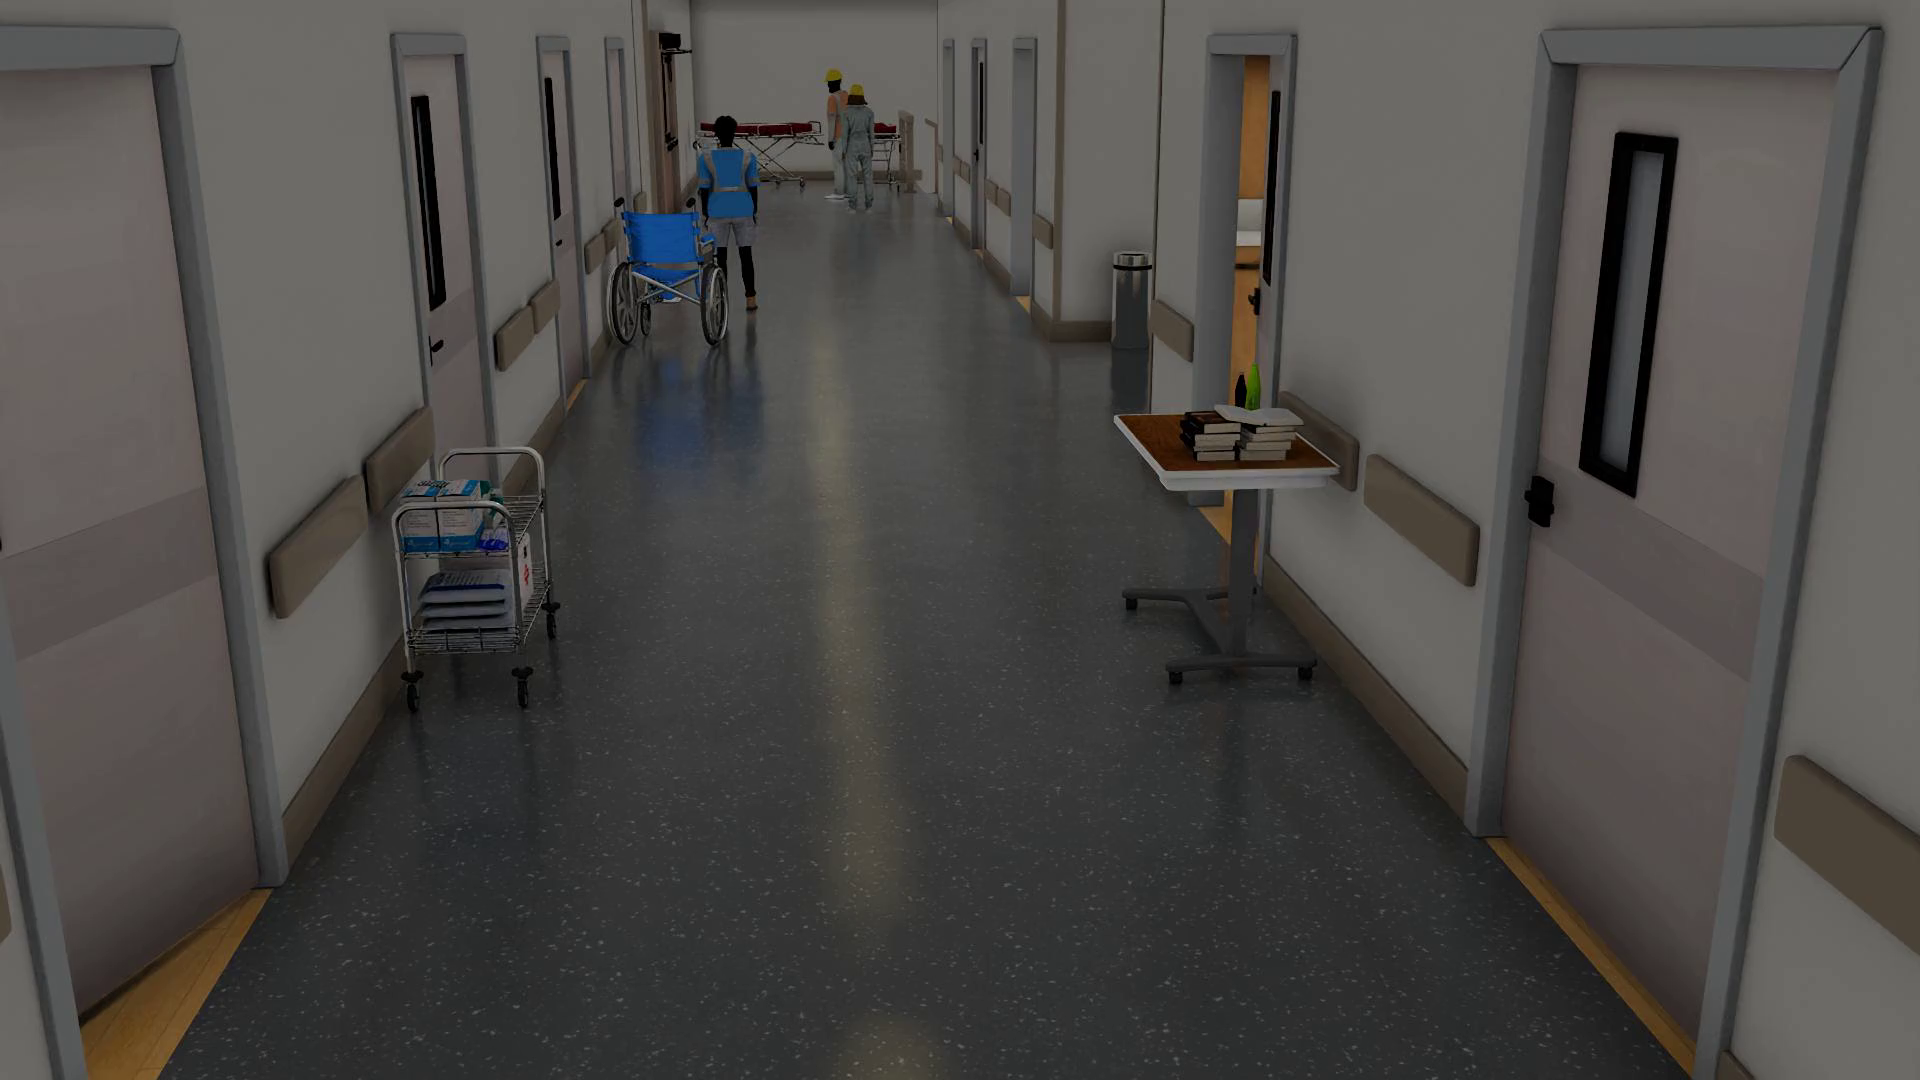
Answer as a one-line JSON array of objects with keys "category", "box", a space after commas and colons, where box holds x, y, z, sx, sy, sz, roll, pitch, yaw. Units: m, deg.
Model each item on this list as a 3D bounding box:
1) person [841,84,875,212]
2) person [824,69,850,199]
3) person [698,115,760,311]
[{"category": "person", "box": [-1.429, -5.467, 23.232, 0.487, 1.744, 0.297, -6, 18, -20]}, {"category": "person", "box": [-1.848, -6.108, 25.079, 0.393, 1.918, 0.585, 7, 18, 23]}, {"category": "person", "box": [-2.010, -2.841, 14.540, 0.532, 1.693, 0.319, -4, 17, -12]}]
